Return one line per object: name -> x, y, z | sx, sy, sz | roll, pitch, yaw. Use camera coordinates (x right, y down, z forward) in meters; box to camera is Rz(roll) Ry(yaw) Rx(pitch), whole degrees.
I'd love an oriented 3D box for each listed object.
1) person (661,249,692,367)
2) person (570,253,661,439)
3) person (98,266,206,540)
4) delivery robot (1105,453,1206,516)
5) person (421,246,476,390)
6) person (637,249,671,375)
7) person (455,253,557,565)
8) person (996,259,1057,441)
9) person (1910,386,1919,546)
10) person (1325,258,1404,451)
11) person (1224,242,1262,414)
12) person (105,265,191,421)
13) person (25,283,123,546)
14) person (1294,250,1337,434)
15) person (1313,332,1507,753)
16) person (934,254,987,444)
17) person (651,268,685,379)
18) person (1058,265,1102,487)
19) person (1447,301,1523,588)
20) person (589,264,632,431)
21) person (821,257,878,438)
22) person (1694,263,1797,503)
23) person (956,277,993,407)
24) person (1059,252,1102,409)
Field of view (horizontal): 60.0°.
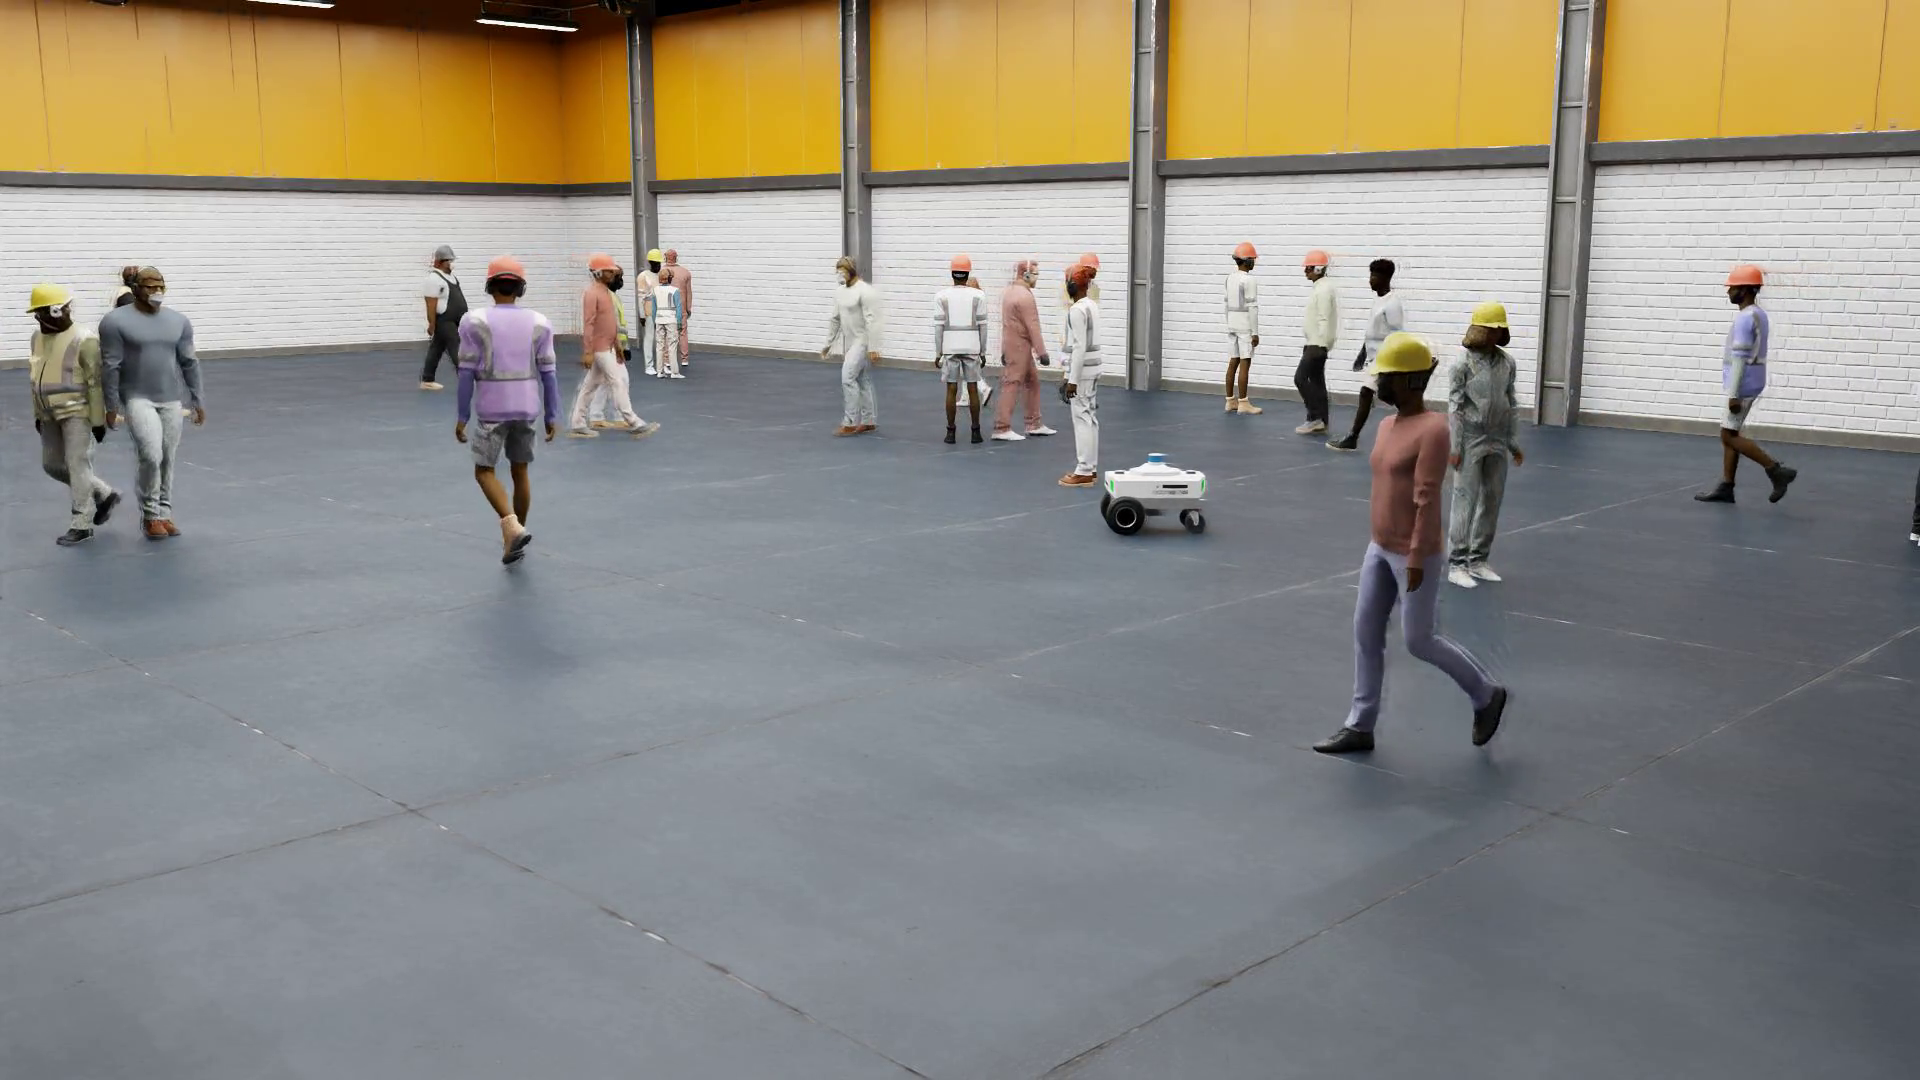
person -> -4.677, -3.768, 27.057 | 0.641, 1.909, 0.409 | -4, 11, -22
person -> -3.668, -2.001, 17.406 | 1.008, 1.905, 0.642 | 0, 10, 2
person -> -5.629, -0.952, 11.667 | 0.598, 1.914, 0.655 | 8, 13, 37
delivery robot -> 1.411, -0.382, 12.025 | 0.707, 0.478, 0.477 | 0, 10, -1
person -> -7.012, -3.062, 22.840 | 1.056, 2.000, 0.691 | 0, 10, 0
person -> -4.657, -3.492, 25.514 | 0.384, 1.921, 0.586 | 9, 14, 40
person -> -2.936, -0.842, 10.793 | 0.662, 2.025, 0.735 | -7, 12, -33
person -> 0.740, -1.965, 17.306 | 0.821, 1.873, 0.637 | -1, 10, -7
person -> 6.775, -0.903, 11.402 | 0.377, 1.917, 0.599 | 4, 11, 21
person -> 4.189, -1.819, 16.435 | 1.020, 1.919, 0.608 | 1, 10, 4
person -> 3.389, -2.524, 19.889 | 0.366, 2.048, 0.607 | -5, 11, -23
person -> -9.538, -2.265, 19.196 | 0.972, 1.797, 0.637 | -3, 11, -15
person -> -6.216, -0.895, 11.656 | 0.626, 1.805, 0.639 | 4, 11, 20
person -> 3.760, -2.103, 17.791 | 0.534, 1.973, 0.648 | 1, 10, 6
person -> 1.862, 0.026, 6.788 | 0.723, 1.744, 0.524 | -3, 11, -15
person -> 0.007, -1.952, 17.066 | 0.545, 1.939, 0.373 | 0, 10, 0
person -> -4.358, -3.213, 24.760 | 0.522, 1.639, 0.305 | 5, 11, 25
person -> 1.026, -1.391, 14.164 | 0.354, 1.881, 0.576 | 3, 11, 18
person -> 3.194, -0.585, 10.159 | 0.519, 1.744, 0.326 | -5, 11, -25
person -> -3.748, -2.103, 18.219 | 0.776, 1.811, 0.633 | 0, 10, -1
person -> -1.172, -2.039, 17.634 | 0.761, 1.898, 0.684 | -6, 12, -30
person -> 6.218, -1.201, 13.050 | 0.669, 1.922, 0.547 | 8, 13, 36
person -> 0.157, -2.425, 20.489 | 0.623, 1.621, 0.522 | 7, 13, 35
person -> 1.523, -2.564, 20.422 | 0.456, 1.925, 0.553 | 10, 14, 43
